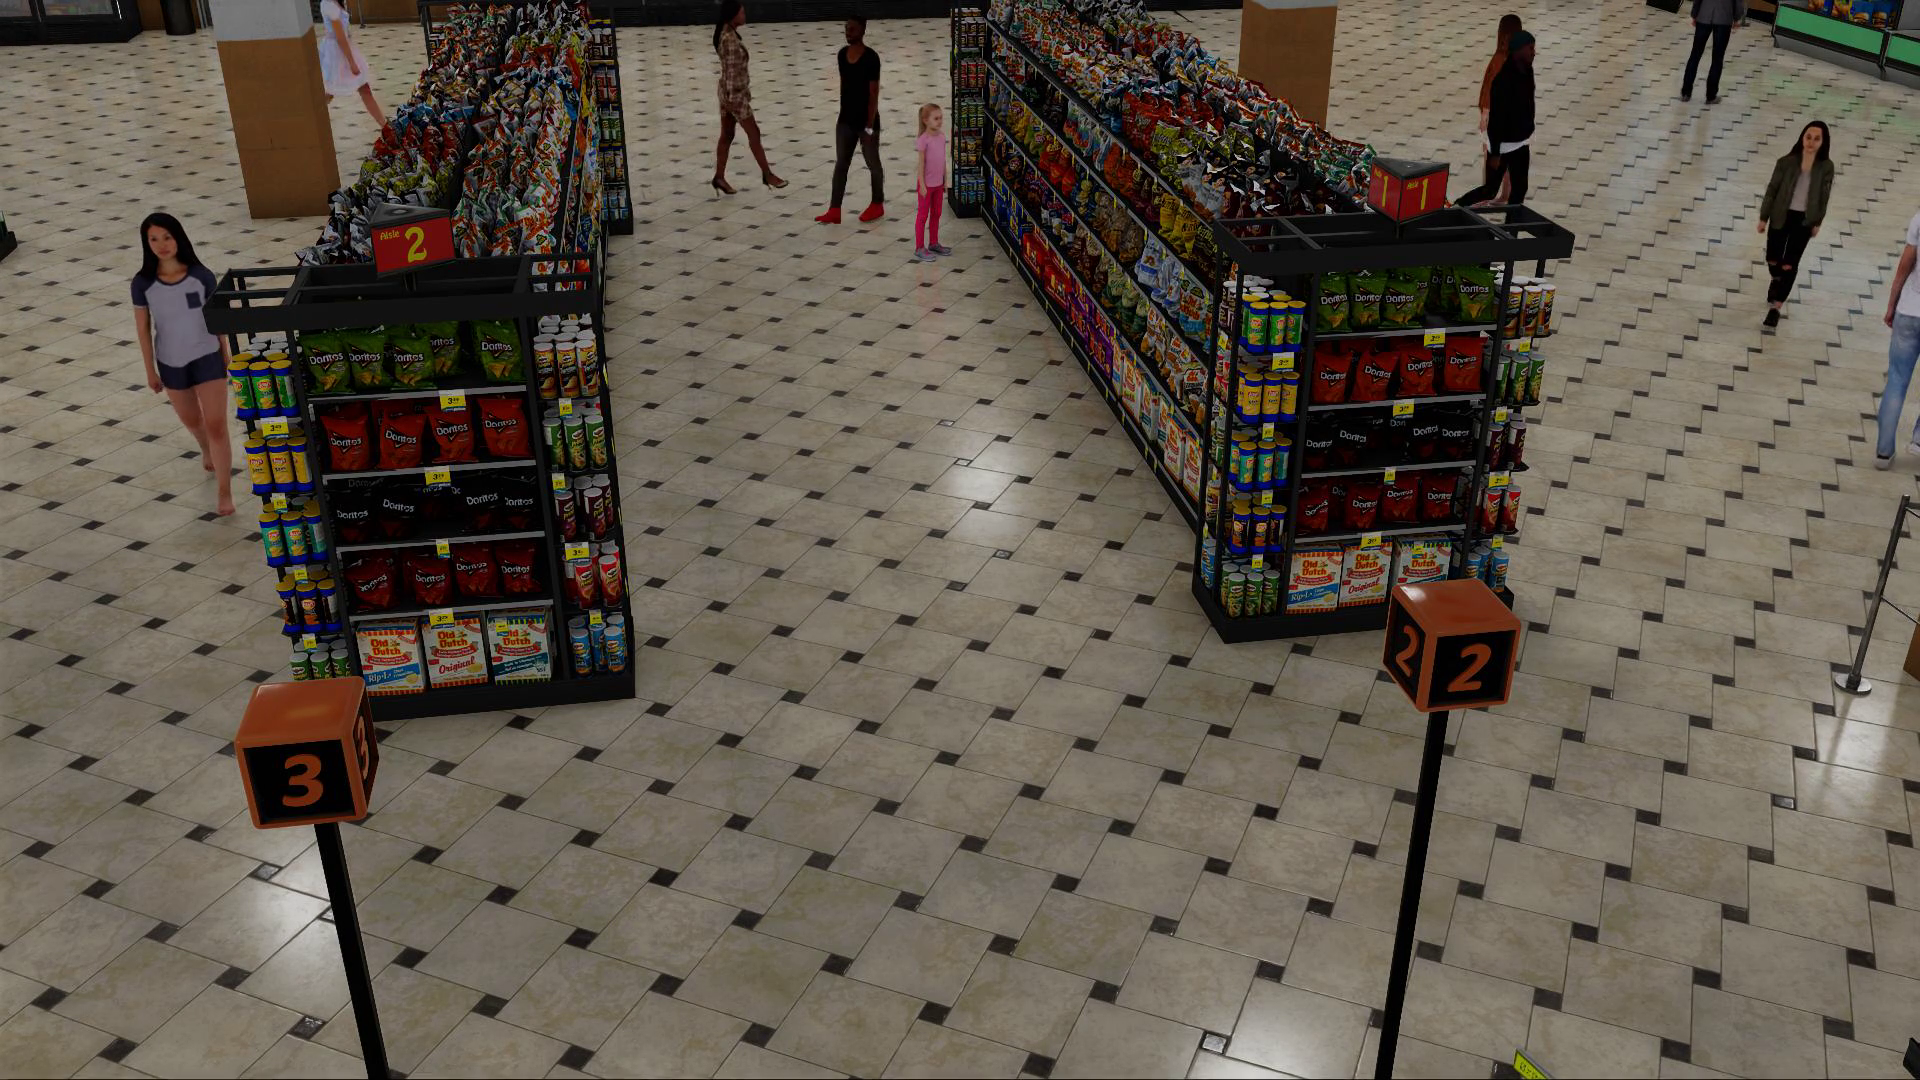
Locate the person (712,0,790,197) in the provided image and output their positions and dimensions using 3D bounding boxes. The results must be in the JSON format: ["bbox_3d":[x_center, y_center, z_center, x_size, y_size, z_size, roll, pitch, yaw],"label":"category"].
[{"bbox_3d":[-2.158,-4.016,15.212,0.663,1.764,0.860,-5,27,-10],"label":"person"}]

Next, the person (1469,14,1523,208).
[{"bbox_3d":[4.847,-3.803,14.845,0.689,1.718,0.686,-16,31,-29],"label":"person"}]

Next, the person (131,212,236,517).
[{"bbox_3d":[-4.360,-1.032,9.434,0.770,1.669,1.147,-9,28,-18],"label":"person"}]

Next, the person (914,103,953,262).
[{"bbox_3d":[-0.246,-2.948,13.654,0.615,1.269,0.562,21,34,35],"label":"person"}]

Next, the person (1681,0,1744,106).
[{"bbox_3d":[8.534,-5.886,18.780,0.778,1.874,0.845,19,32,33],"label":"person"}]

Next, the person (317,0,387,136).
[{"bbox_3d":[-6.305,-4.738,16.648,0.827,1.754,1.174,-8,28,-16],"label":"person"}]

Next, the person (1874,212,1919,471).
[{"bbox_3d":[5.638,-1.266,9.709,0.784,1.838,0.846,18,32,32],"label":"person"}]

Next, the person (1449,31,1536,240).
[{"bbox_3d":[4.422,-3.251,13.668,1.012,1.798,1.219,-21,34,-35],"label":"person"}]

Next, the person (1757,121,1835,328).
[{"bbox_3d":[6.149,-2.359,12.294,0.975,1.449,1.058,16,31,29],"label":"person"}]

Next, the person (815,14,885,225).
[{"bbox_3d":[-0.807,-3.650,14.475,1.028,1.778,1.093,18,32,31],"label":"person"}]
